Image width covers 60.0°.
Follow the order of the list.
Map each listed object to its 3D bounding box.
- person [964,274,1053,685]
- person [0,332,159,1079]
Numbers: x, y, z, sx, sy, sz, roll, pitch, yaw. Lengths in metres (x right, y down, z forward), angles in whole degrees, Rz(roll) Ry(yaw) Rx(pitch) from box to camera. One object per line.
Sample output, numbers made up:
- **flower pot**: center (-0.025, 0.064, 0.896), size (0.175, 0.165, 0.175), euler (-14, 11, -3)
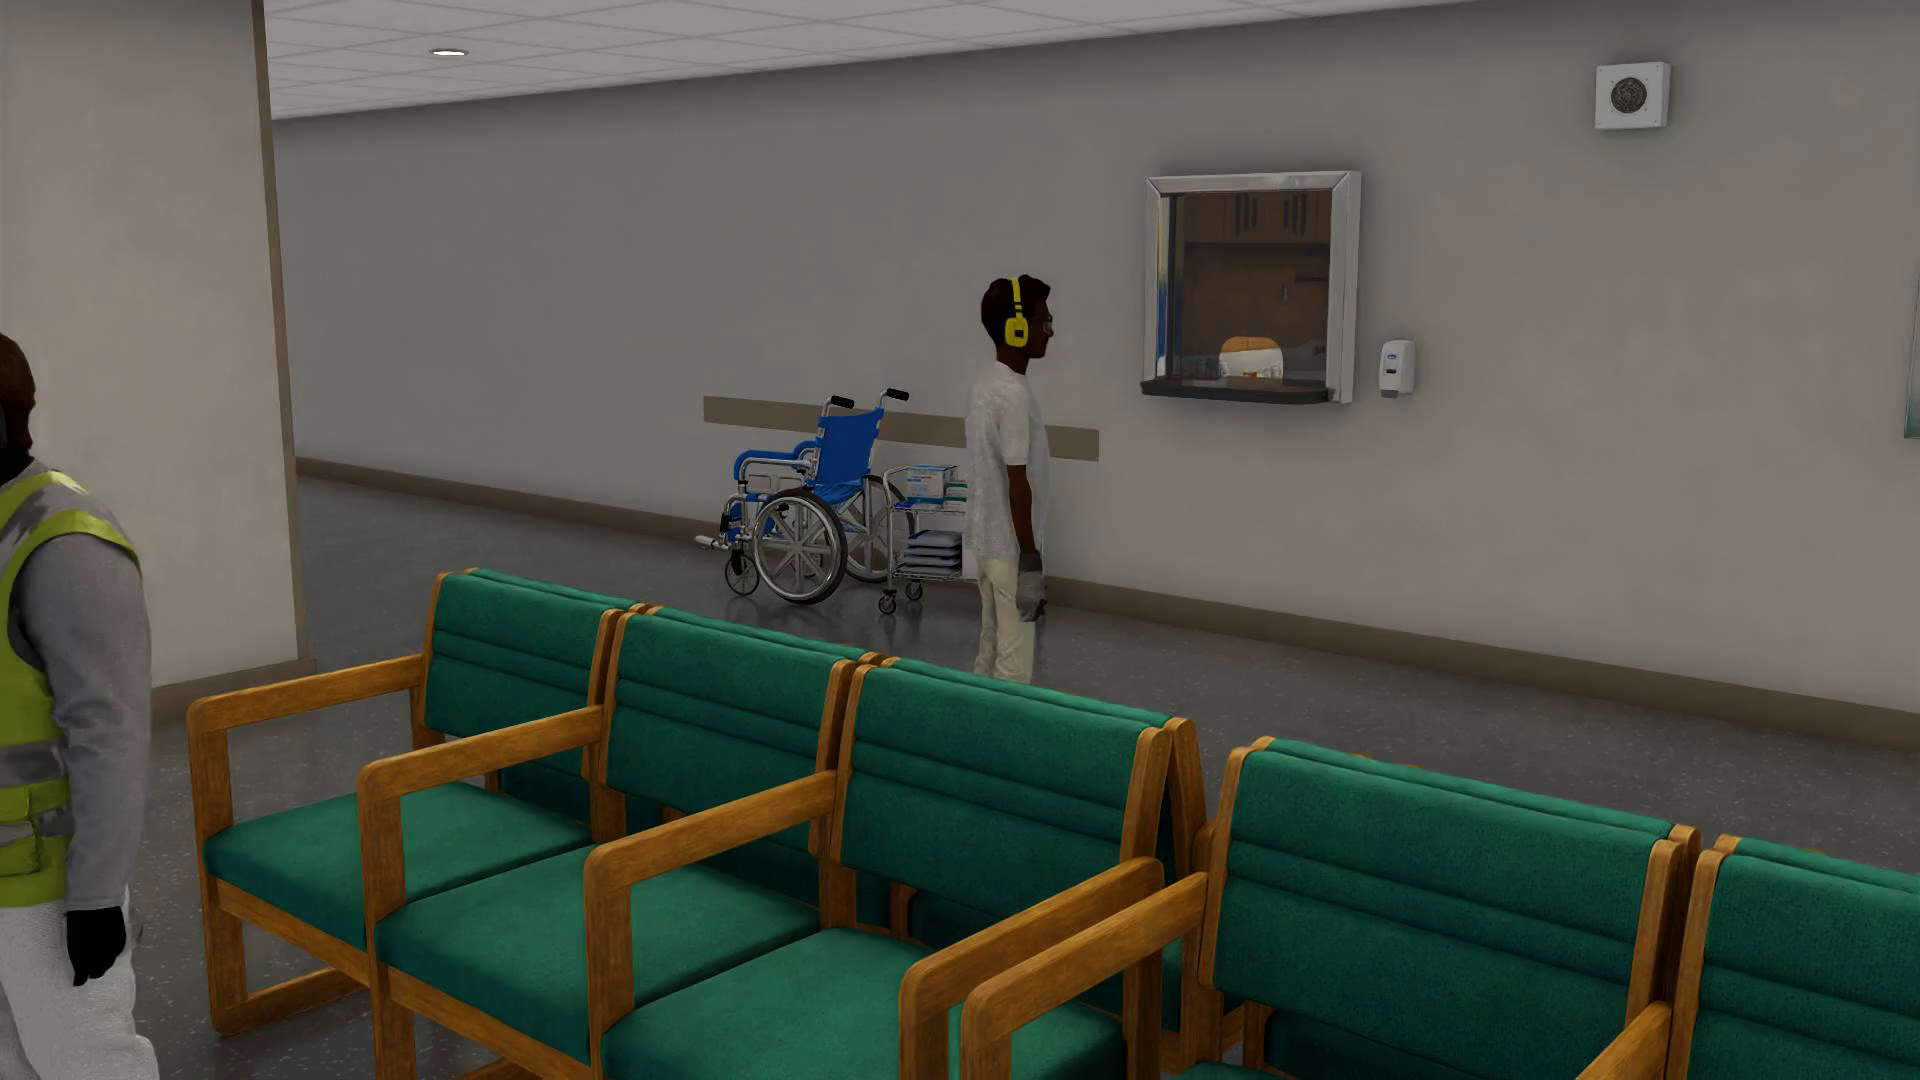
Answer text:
- **person**: center (0.184, 0.058, 5.568), size (0.329, 1.872, 0.508), euler (-3, 10, -15)
- **person**: center (-1.639, 0.548, 2.862), size (0.624, 1.845, 0.430), euler (7, 12, 34)
